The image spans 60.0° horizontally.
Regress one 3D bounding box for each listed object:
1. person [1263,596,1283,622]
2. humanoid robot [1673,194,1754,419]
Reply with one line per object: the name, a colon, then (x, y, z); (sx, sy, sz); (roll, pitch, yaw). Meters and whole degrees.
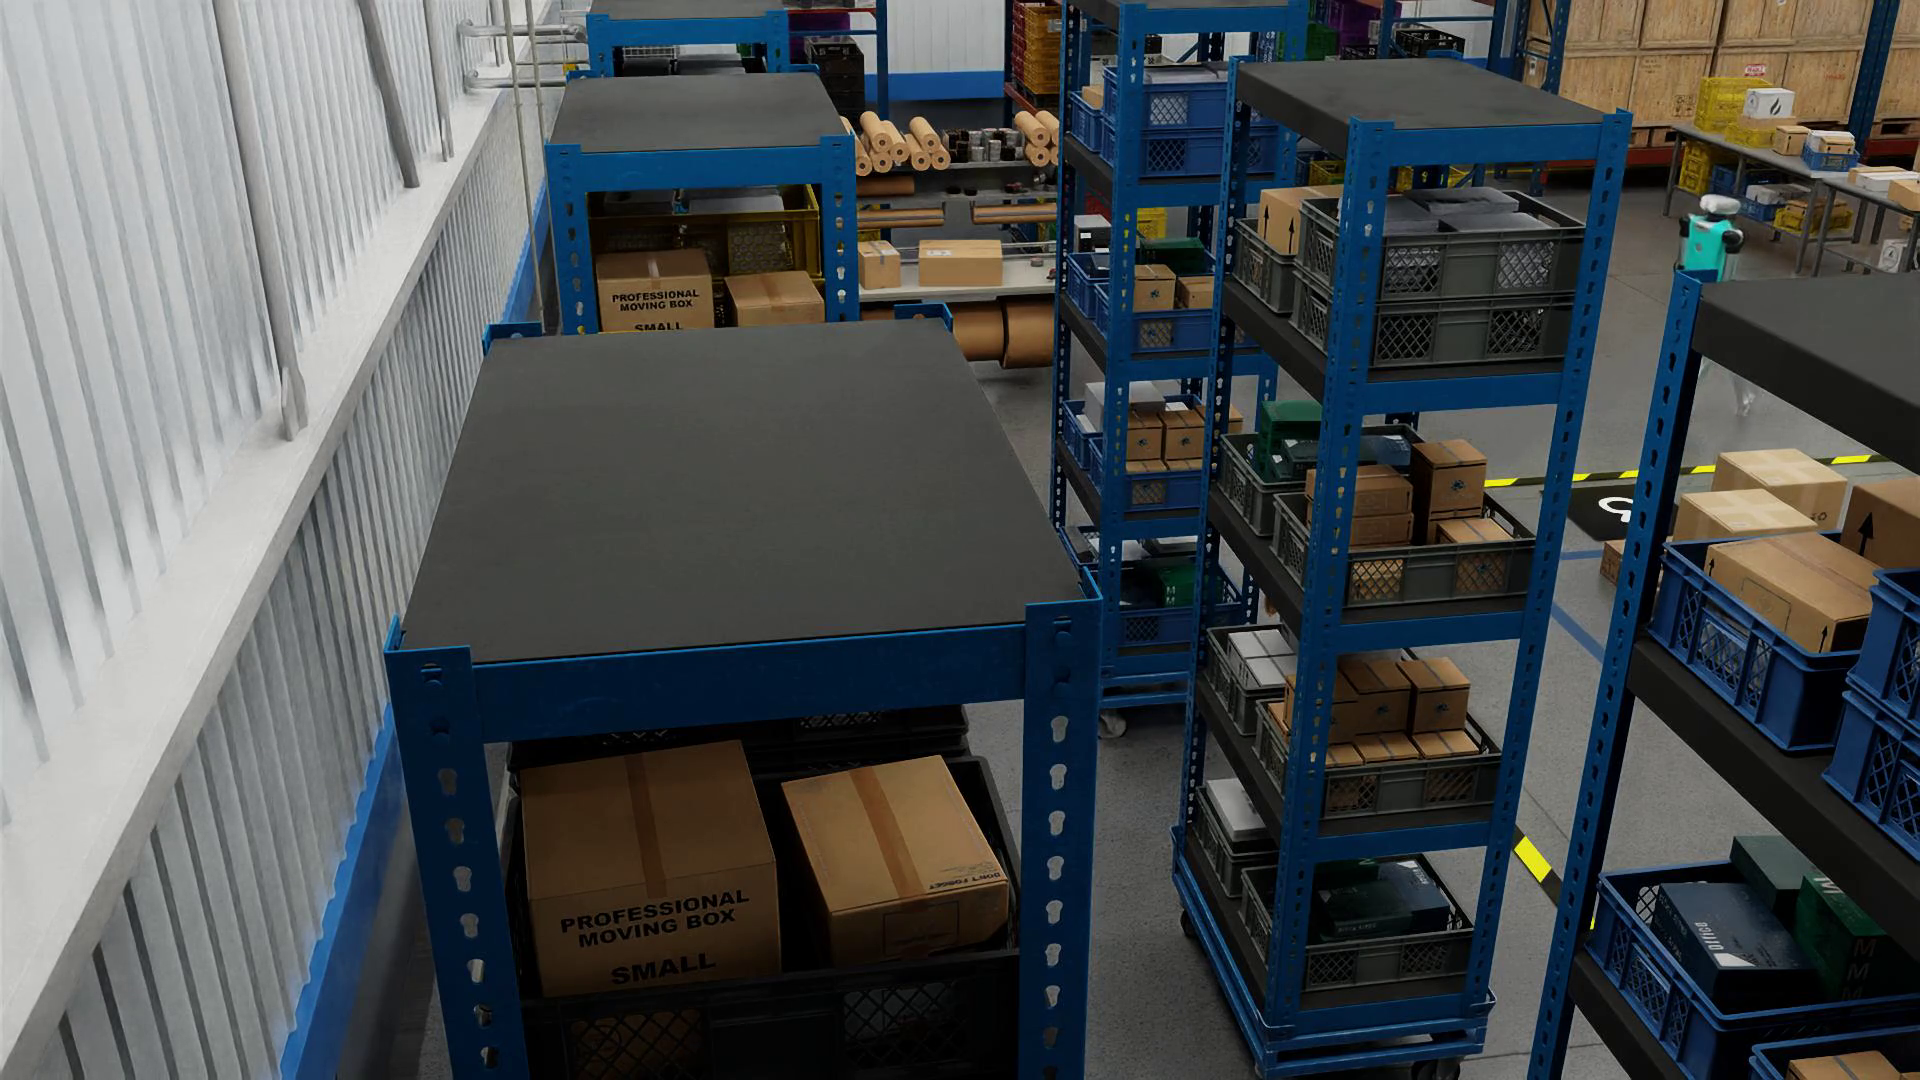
person: (1.733, 0.206, 7.955); (0.596, 1.851, 0.380); (-4, 25, -9)
humanoid robot: (5.632, -1.668, 12.227); (0.903, 1.825, 0.553); (-11, 27, -23)
